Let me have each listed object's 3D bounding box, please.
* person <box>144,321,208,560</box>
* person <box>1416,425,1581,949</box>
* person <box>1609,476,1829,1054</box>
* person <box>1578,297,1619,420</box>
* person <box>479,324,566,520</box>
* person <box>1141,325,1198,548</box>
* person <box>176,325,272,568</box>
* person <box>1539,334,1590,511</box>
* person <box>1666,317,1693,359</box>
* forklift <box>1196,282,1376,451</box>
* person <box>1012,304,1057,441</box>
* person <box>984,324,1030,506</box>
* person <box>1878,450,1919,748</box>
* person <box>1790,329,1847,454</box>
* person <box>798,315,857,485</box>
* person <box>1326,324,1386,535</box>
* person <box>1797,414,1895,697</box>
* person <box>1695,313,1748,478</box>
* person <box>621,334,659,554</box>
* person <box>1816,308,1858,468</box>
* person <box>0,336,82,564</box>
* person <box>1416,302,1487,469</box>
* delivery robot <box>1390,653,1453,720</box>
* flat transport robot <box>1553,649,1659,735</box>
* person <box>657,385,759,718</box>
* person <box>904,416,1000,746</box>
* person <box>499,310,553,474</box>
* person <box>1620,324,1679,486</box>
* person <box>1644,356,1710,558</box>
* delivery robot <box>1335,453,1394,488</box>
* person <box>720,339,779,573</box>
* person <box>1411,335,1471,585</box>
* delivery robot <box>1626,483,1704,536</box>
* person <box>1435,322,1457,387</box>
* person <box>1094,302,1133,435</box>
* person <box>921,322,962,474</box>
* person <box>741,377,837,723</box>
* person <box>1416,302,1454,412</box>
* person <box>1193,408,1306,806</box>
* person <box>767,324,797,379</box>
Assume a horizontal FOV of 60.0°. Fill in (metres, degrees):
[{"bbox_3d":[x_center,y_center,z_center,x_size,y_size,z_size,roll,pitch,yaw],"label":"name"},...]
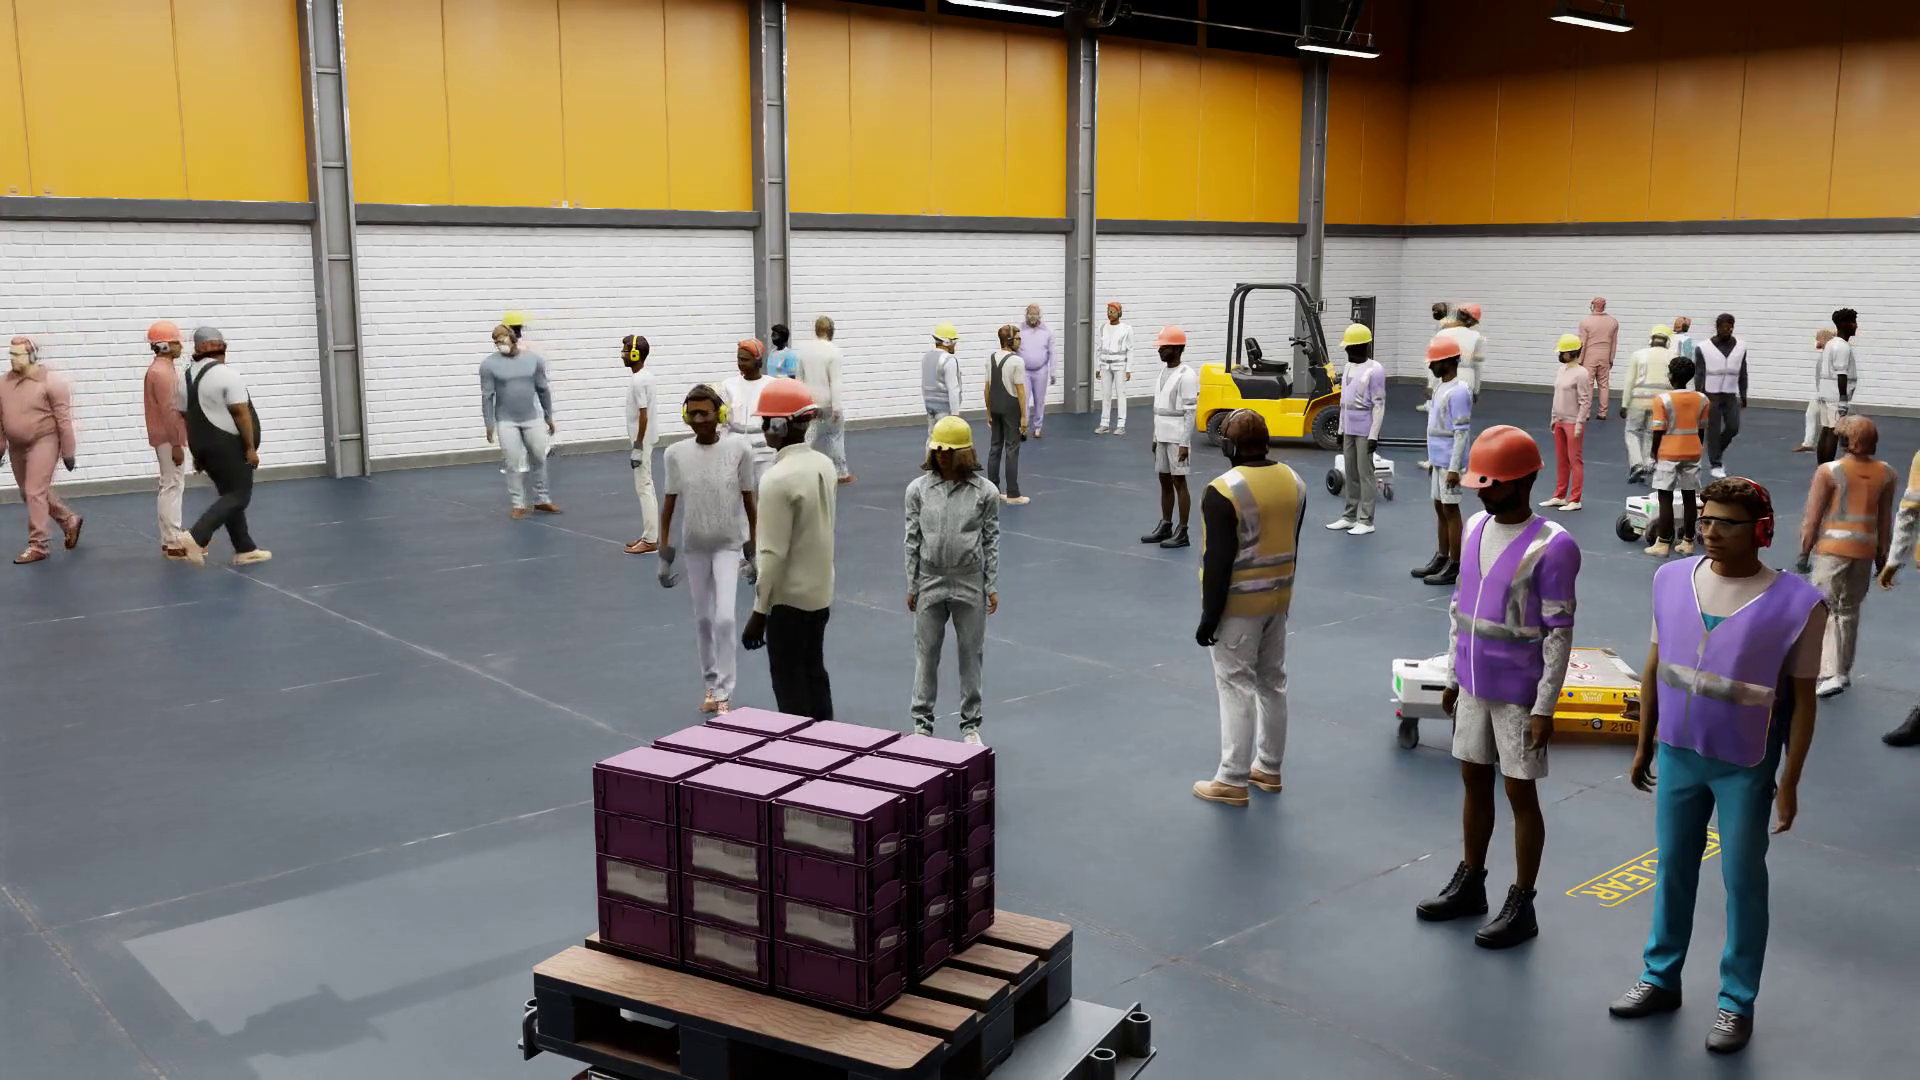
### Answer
[{"bbox_3d":[-6.607,-0.832,13.942,0.375,1.995,0.611,-6,11,-31],"label":"person"},{"bbox_3d":[1.981,0.536,6.136,0.373,1.928,0.543,-5,11,-27],"label":"person"},{"bbox_3d":[2.458,0.706,5.369,0.388,1.847,0.563,-7,12,-37],"label":"person"},{"bbox_3d":[9.811,-2.797,25.708,0.642,1.909,0.410,-2,10,-9],"label":"person"},{"bbox_3d":[-4.227,-1.141,16.075,0.795,1.892,0.434,-5,11,-27],"label":"person"},{"bbox_3d":[1.835,-0.898,14.498,0.359,1.939,0.543,-5,11,-25],"label":"person"},{"bbox_3d":[-6.040,-0.772,13.458,0.719,2.000,0.777,7,12,35],"label":"person"},{"bbox_3d":[6.056,-1.167,16.599,0.328,1.761,0.523,-2,10,-11],"label":"person"},{"bbox_3d":[10.633,-2.481,24.636,0.314,1.639,0.517,-2,10,-13],"label":"person"},{"bbox_3d":[4.328,-2.346,22.227,2.313,2.155,1.214,3,10,16],"label":"forklift"},{"bbox_3d":[0.999,-2.298,22.915,0.670,1.861,0.954,0,10,2],"label":"person"},{"bbox_3d":[0.474,-1.271,16.958,0.517,1.841,0.325,9,13,42],"label":"person"},{"bbox_3d":[5.267,0.115,8.749,1.007,1.896,0.551,-5,11,-26],"label":"person"},{"bbox_3d":[11.166,-1.900,21.334,0.737,1.602,0.499,2,10,12],"label":"person"},{"bbox_3d":[-1.541,-1.494,18.124,0.645,1.901,0.990,7,12,36],"label":"person"},{"bbox_3d":[3.631,-1.007,15.191,0.383,1.920,0.585,-3,10,-19],"label":"person"},{"bbox_3d":[5.126,0.088,9.621,0.551,1.634,0.571,-3,10,-15],"label":"person"},{"bbox_3d":[8.716,-1.657,19.083,0.644,1.885,0.505,0,10,-1],"label":"person"},{"bbox_3d":[-2.744,-0.816,14.216,0.321,1.871,0.532,-1,10,-5],"label":"person"},{"bbox_3d":[9.727,-1.584,18.429,0.364,1.966,0.609,2,10,13],"label":"person"},{"bbox_3d":[-7.751,-0.780,14.004,0.638,1.877,0.832,3,10,17],"label":"person"},{"bbox_3d":[5.834,-1.821,19.777,0.796,1.991,0.457,0,10,-2],"label":"person"},{"bbox_3d":[2.585,0.758,8.571,0.707,0.478,0.477,2,10,12],"label":"delivery robot"},{"bbox_3d":[3.429,0.811,9.324,0.652,0.197,1.431,2,9,9],"label":"flat transport robot"},{"bbox_3d":[-1.375,0.086,9.025,0.561,1.840,0.798,0,10,2],"label":"person"},{"bbox_3d":[-0.041,0.238,8.428,0.486,1.740,0.313,0,10,3],"label":"person"},{"bbox_3d":[-5.103,-1.722,19.373,0.510,1.915,0.603,-2,10,-12],"label":"person"},{"bbox_3d":[7.618,-1.481,18.359,0.643,1.789,0.545,1,10,6],"label":"person"},{"bbox_3d":[6.031,-0.694,14.005,0.530,1.697,0.322,-2,10,-13],"label":"person"},{"bbox_3d":[4.245,-0.762,17.473,0.477,0.478,0.707,-3,10,-17],"label":"delivery robot"},{"bbox_3d":[-1.639,-0.657,13.250,0.576,1.881,0.352,3,10,16],"label":"person"},{"bbox_3d":[3.735,-0.612,12.860,0.384,1.927,0.544,0,10,1],"label":"person"},{"bbox_3d":[6.231,-0.271,14.597,0.707,0.478,0.477,-3,10,-14],"label":"delivery robot"},{"bbox_3d":[6.648,-2.162,22.790,0.266,1.631,0.507,4,10,21],"label":"person"},{"bbox_3d":[2.185,-2.438,23.680,0.572,1.883,0.356,6,12,33],"label":"person"},{"bbox_3d":[-0.175,-1.415,17.840,0.403,1.828,0.598,-6,11,-32],"label":"person"},{"bbox_3d":[-0.764,0.254,7.591,0.395,1.992,0.626,3,10,19],"label":"person"},{"bbox_3d":[7.647,-2.907,26.682,0.772,1.799,0.691,4,11,23],"label":"person"},{"bbox_3d":[1.317,0.309,7.724,0.624,1.841,0.430,-8,13,-40],"label":"person"},{"bbox_3d":[-2.210,-1.817,20.581,0.319,1.697,0.532,-8,13,-39],"label":"person"}]
